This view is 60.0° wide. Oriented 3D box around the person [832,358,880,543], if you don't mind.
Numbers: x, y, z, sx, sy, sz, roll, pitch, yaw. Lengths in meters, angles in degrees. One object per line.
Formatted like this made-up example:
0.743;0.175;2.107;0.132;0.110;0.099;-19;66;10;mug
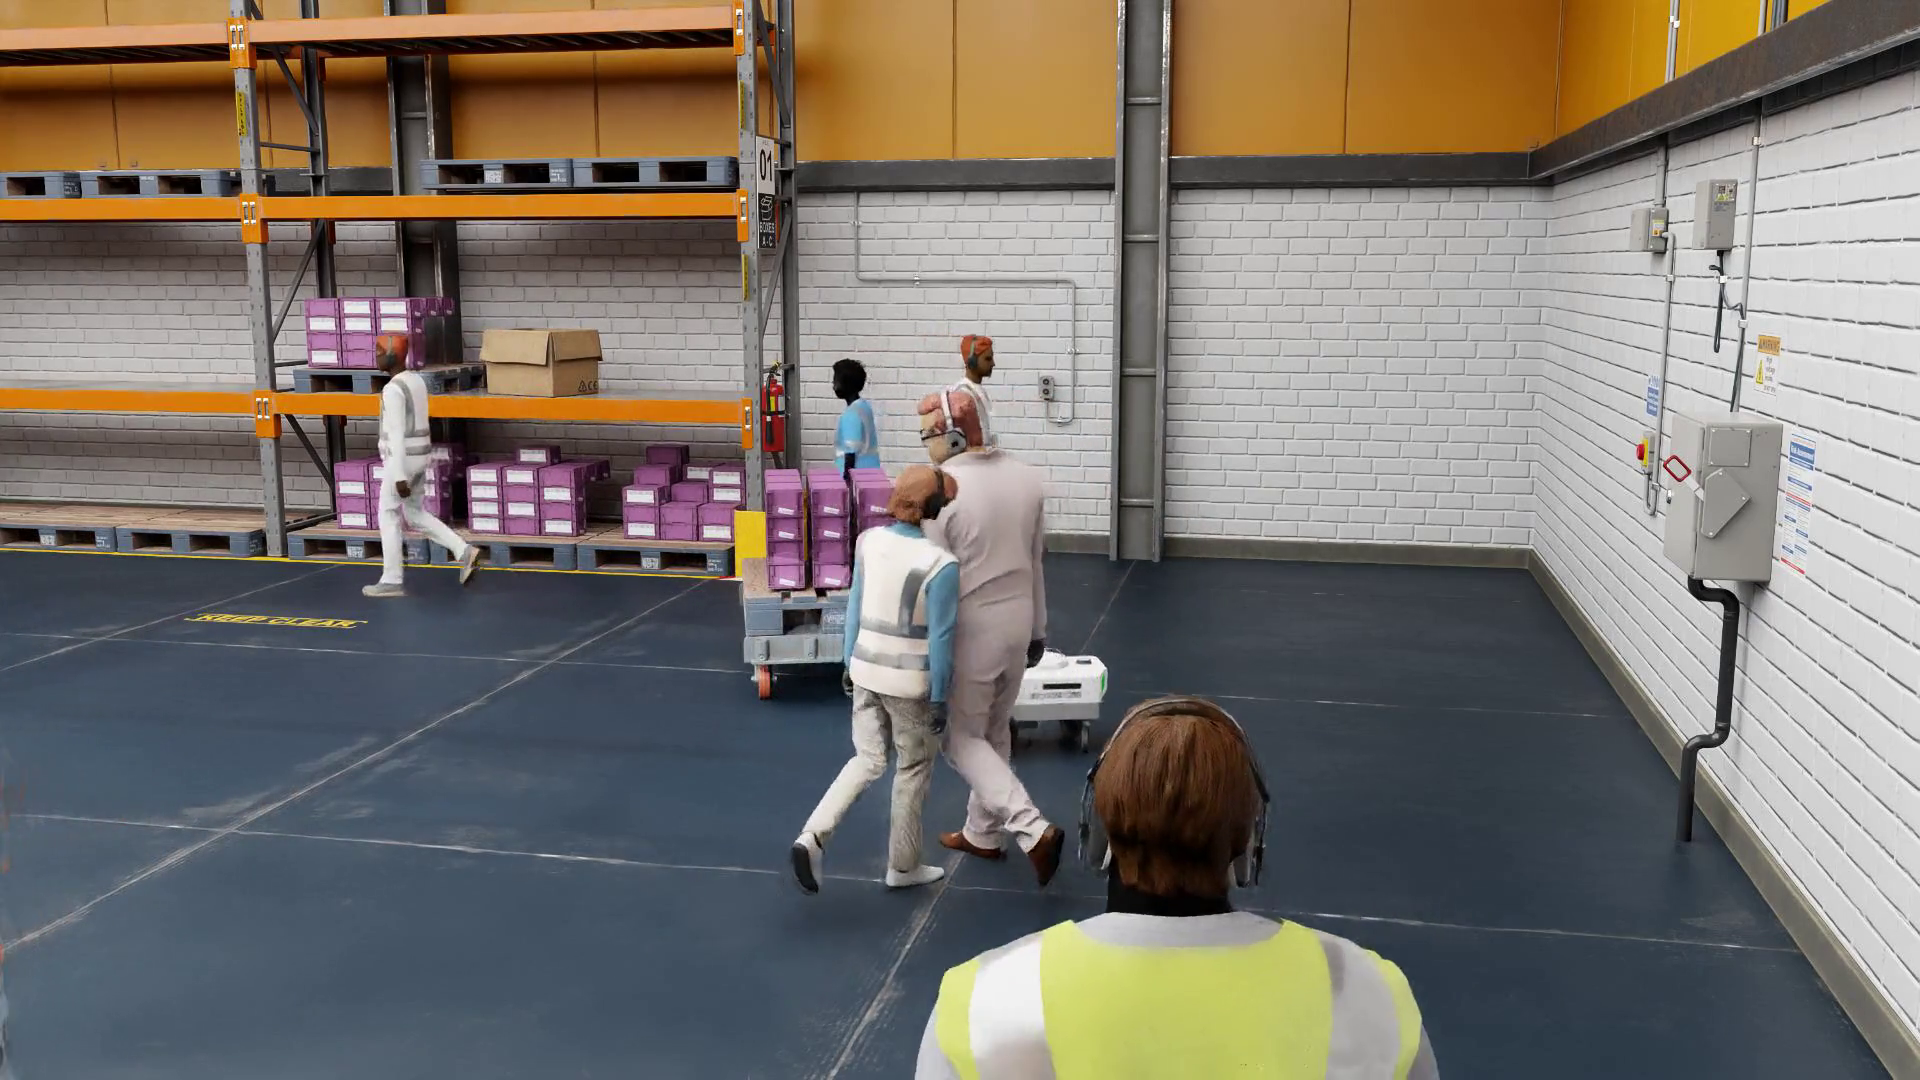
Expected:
-0.714;-0.392;11.322;0.350;1.682;0.555;1;9;5;person

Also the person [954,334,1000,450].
0.082;-0.441;11.102;0.741;1.866;0.602;1;9;7;person

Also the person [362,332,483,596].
-3.791;-0.520;11.583;0.744;1.859;0.580;1;9;6;person

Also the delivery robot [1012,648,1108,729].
0.339;0.690;7.937;0.707;0.478;0.477;-1;10;-7;delivery robot

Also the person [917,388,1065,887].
0.126;0.373;6.190;0.749;1.874;0.733;9;13;44;person

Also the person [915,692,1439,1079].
0.259;1.094;2.015;0.634;1.819;0.725;0;9;-1;person

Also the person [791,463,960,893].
-0.289;0.531;5.969;0.561;1.611;0.596;9;13;44;person
